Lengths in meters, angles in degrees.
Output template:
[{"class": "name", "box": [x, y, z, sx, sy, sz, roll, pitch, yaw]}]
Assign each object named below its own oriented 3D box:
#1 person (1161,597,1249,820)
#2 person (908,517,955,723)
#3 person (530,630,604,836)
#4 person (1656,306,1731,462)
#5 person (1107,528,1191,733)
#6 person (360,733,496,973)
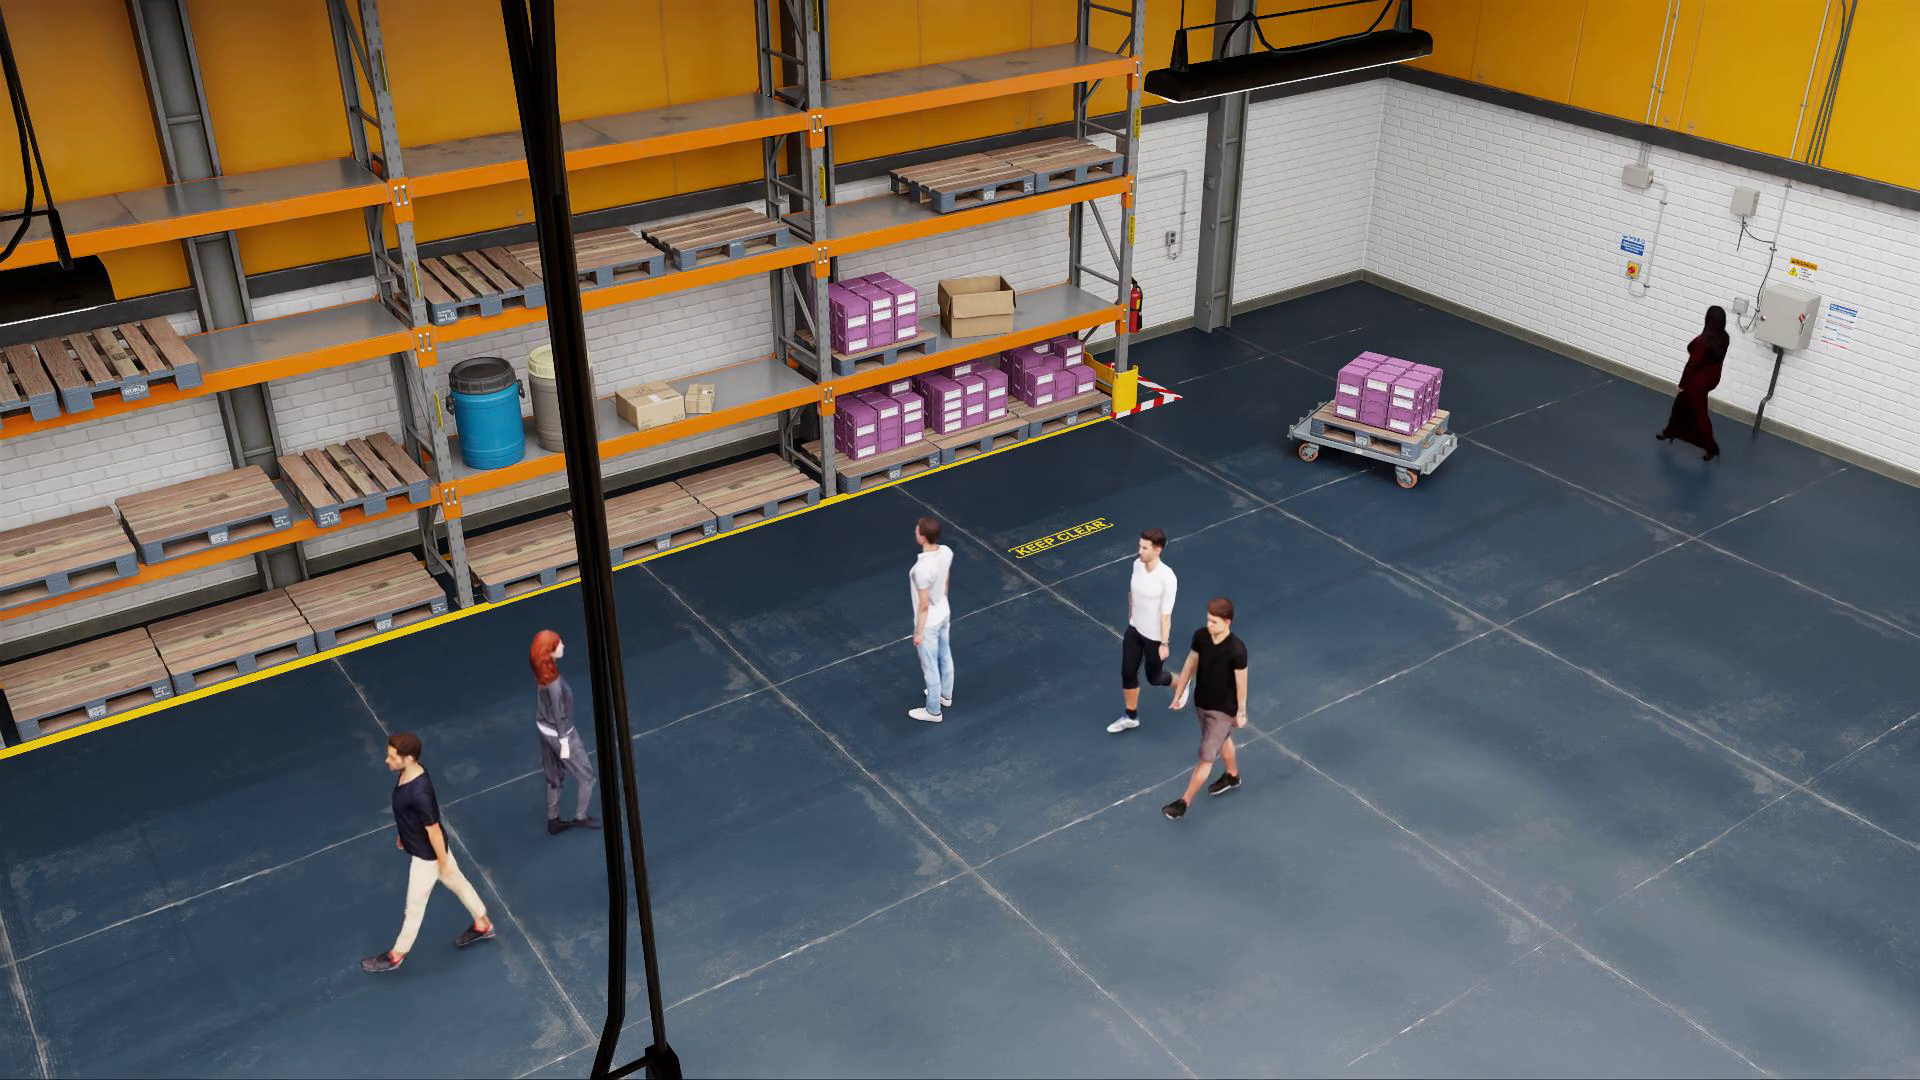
[{"class": "person", "box": [2.023, 1.233, 12.698, 1.145, 1.817, 0.713, -20, 34, -32]}, {"class": "person", "box": [-0.223, 0.649, 13.733, 0.792, 1.850, 0.658, 14, 32, 24]}, {"class": "person", "box": [-3.059, 1.469, 12.319, 0.645, 1.765, 0.627, -16, 33, -27]}, {"class": "person", "box": [8.148, -1.670, 18.121, 0.998, 1.720, 0.752, -20, 34, -32]}, {"class": "person", "box": [1.606, 0.732, 13.607, 1.035, 1.826, 0.677, -19, 34, -30]}, {"class": "person", "box": [-3.484, 2.058, 11.184, 1.177, 1.818, 0.811, -12, 31, -22]}]
